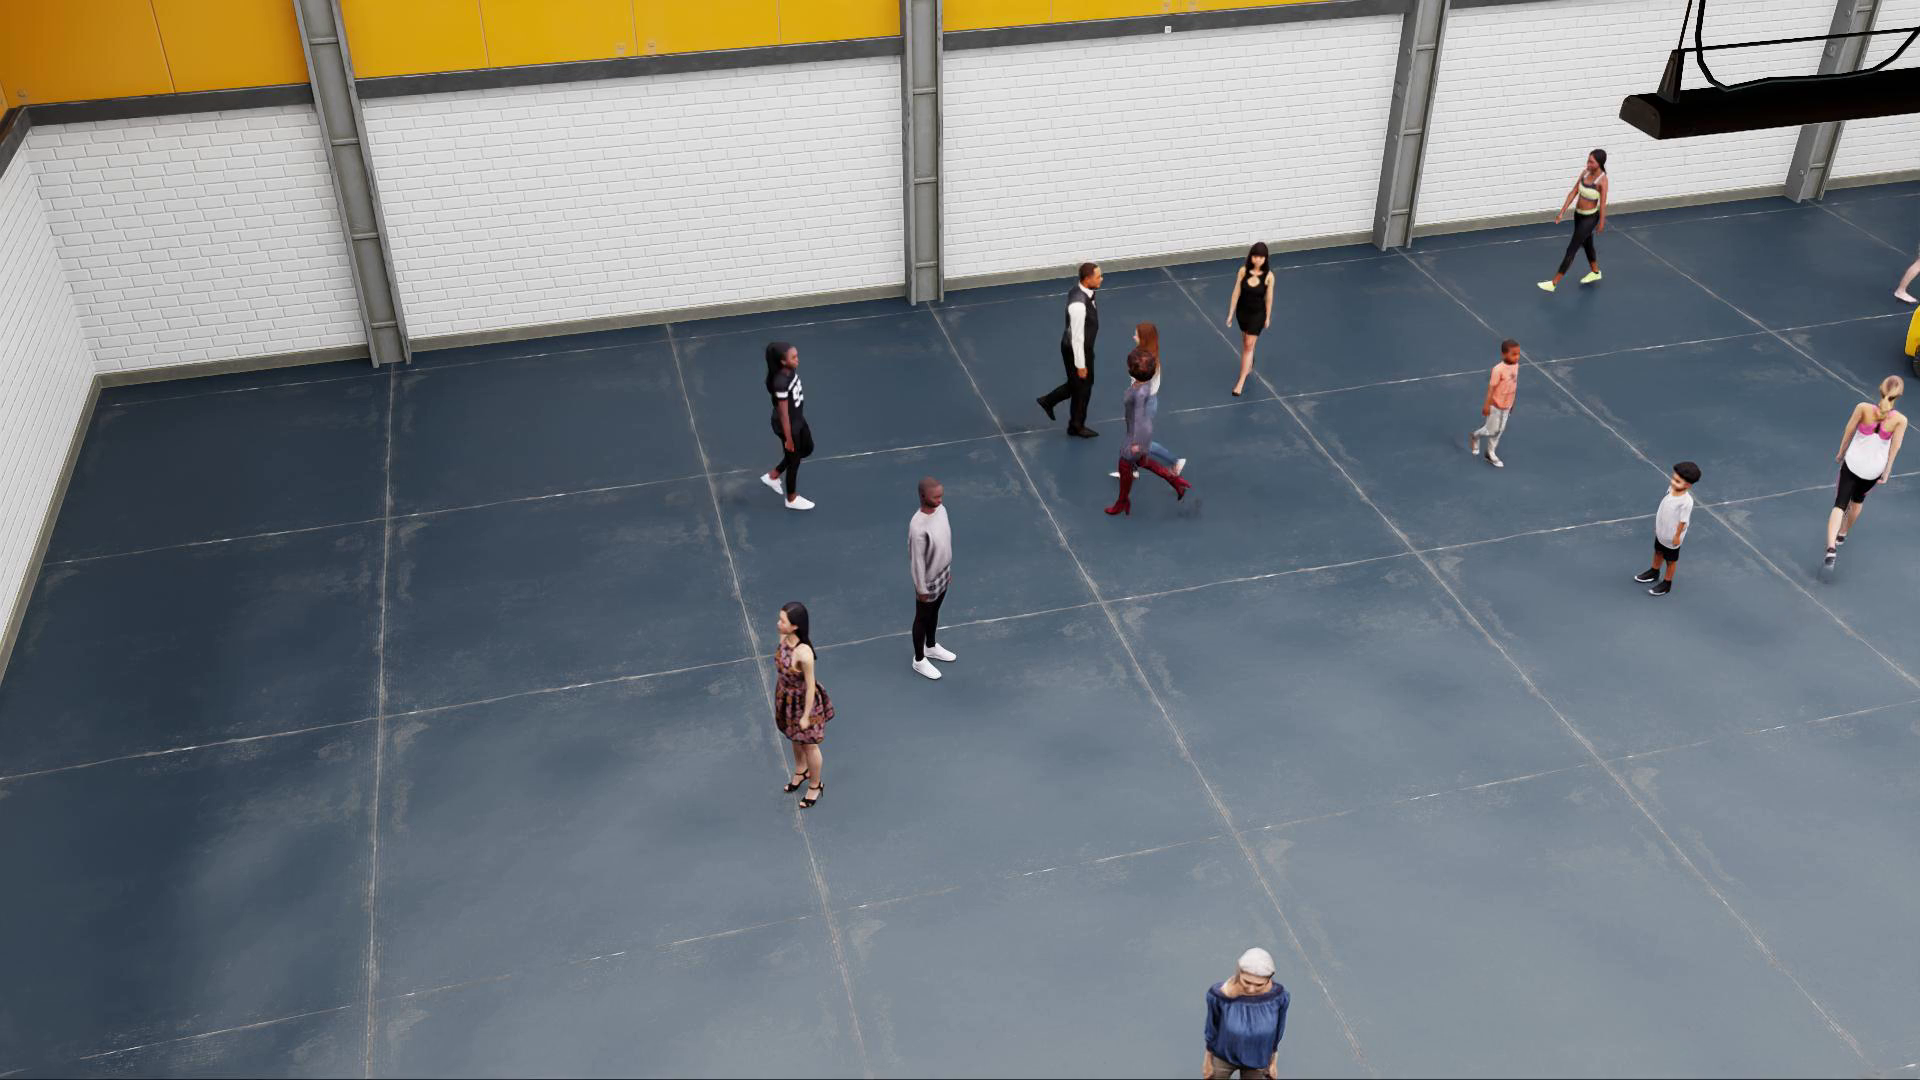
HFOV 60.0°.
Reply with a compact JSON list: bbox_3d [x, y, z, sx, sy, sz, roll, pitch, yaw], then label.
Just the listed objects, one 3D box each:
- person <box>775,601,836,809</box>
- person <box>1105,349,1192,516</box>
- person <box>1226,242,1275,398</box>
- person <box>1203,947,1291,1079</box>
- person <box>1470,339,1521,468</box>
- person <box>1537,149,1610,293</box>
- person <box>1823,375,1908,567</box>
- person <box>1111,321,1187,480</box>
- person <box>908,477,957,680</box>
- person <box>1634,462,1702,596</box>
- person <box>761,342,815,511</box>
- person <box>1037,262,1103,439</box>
[{"bbox_3d":[-1.149,1.167,11.854,0.757,1.773,0.739,-18,38,-25],"label":"person"},{"bbox_3d":[1.707,-0.934,15.094,1.084,1.687,0.848,5,34,8],"label":"person"},{"bbox_3d":[3.038,-2.351,17.301,1.005,1.603,1.040,16,37,22],"label":"person"},{"bbox_3d":[1.563,2.886,9.333,0.572,1.703,0.718,-1,34,-2],"label":"person"},{"bbox_3d":[5.171,-1.356,16.075,0.643,1.304,0.631,-16,37,-22],"label":"person"},{"bbox_3d":[7.310,-3.692,19.235,1.197,1.695,0.617,-11,35,-16],"label":"person"},{"bbox_3d":[7.841,-0.579,14.496,1.083,1.756,1.151,18,38,25],"label":"person"},{"bbox_3d":[1.793,-1.243,15.535,1.004,1.713,0.776,5,34,7],"label":"person"},{"bbox_3d":[-0.249,0.267,13.208,0.744,1.774,0.692,16,37,23],"label":"person"},{"bbox_3d":[6.111,-0.122,14.262,0.464,1.256,0.471,-8,34,-12],"label":"person"},{"bbox_3d":[-1.647,-1.043,15.227,0.836,1.721,0.761,2,34,3],"label":"person"},{"bbox_3d":[1.076,-1.864,16.299,1.029,1.901,0.922,4,34,6],"label":"person"}]
